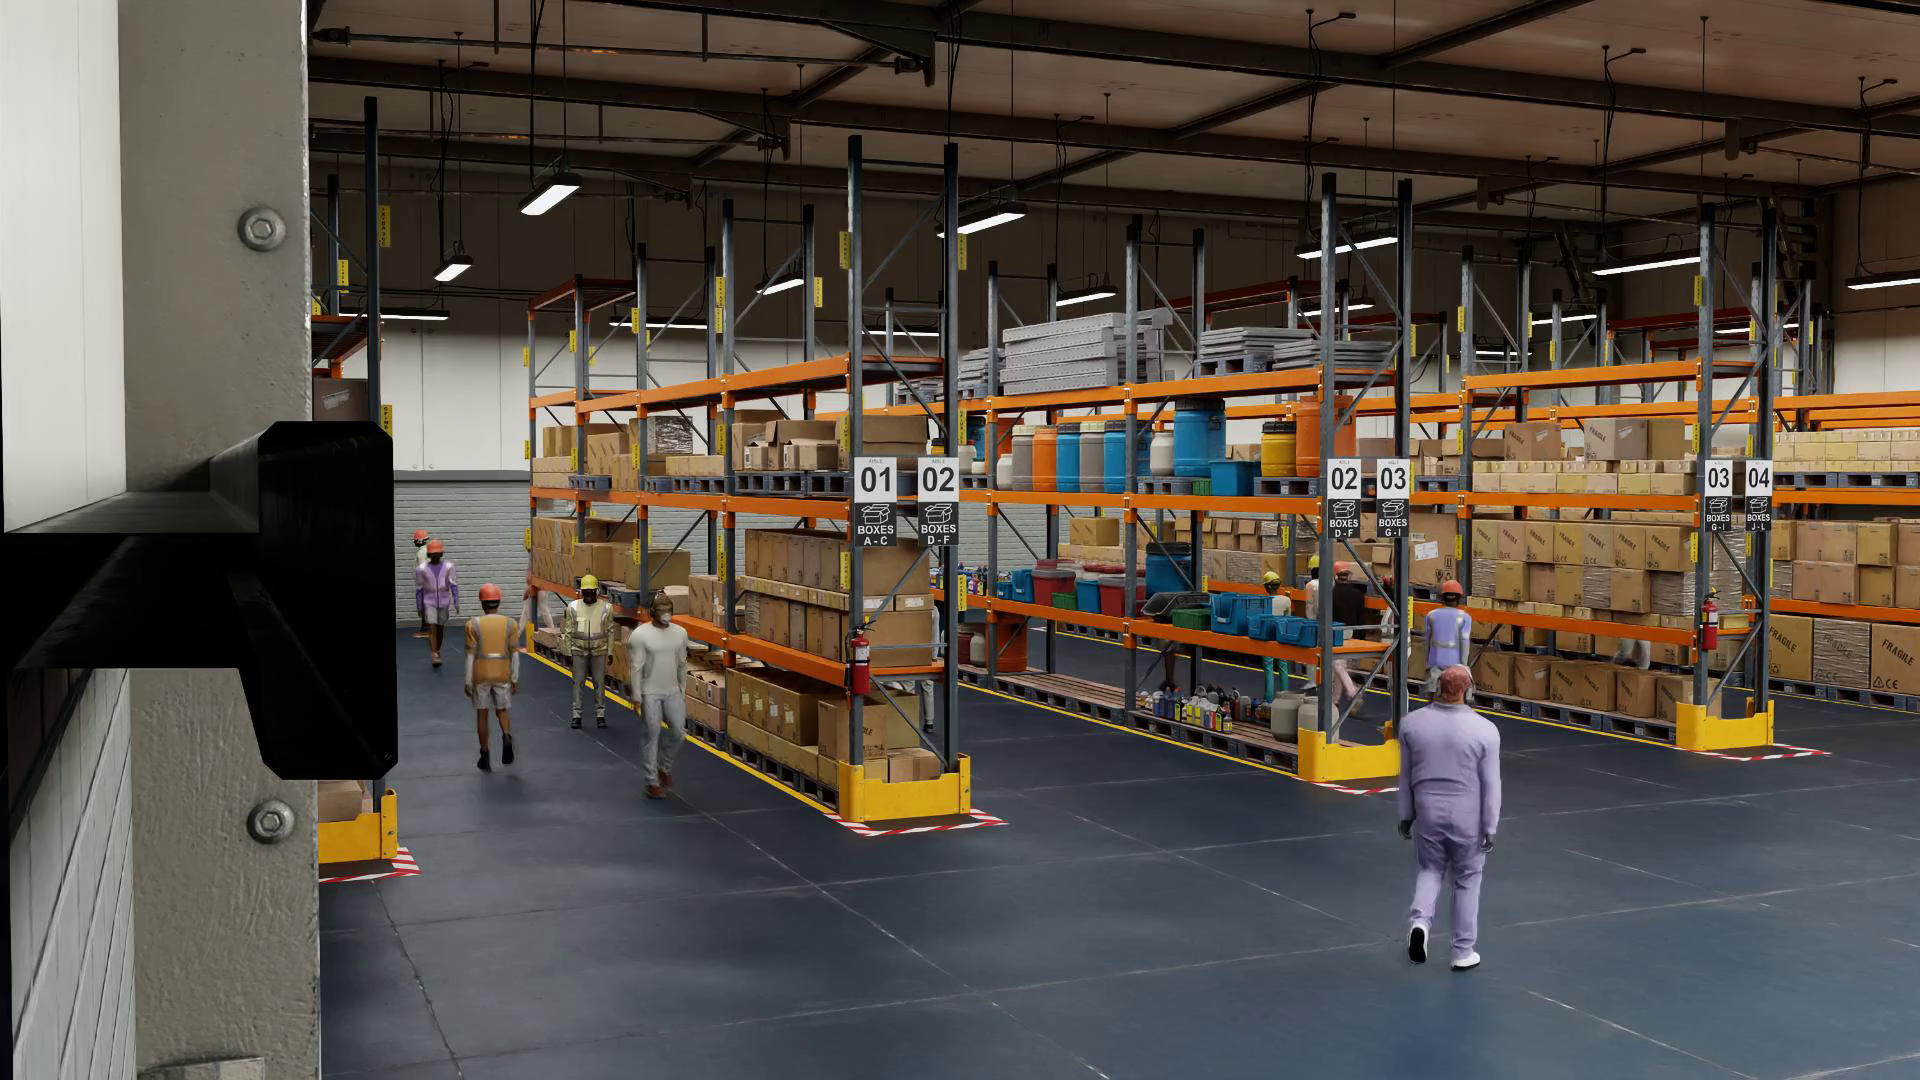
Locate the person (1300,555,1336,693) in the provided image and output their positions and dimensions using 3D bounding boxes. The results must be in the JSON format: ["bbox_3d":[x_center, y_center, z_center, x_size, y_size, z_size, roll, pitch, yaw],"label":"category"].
[{"bbox_3d":[4.961,1.165,24.812,0.609,1.905,0.569,-1,3,-29],"label":"person"}]

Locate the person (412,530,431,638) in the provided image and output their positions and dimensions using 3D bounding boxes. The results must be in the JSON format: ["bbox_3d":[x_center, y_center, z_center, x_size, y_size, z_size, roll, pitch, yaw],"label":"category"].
[{"bbox_3d":[-9.955,0.805,33.145,0.384,1.993,0.622,0,2,-6],"label":"person"}]

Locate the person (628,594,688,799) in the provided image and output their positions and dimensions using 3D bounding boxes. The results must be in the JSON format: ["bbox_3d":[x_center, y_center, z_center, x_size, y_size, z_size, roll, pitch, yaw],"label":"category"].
[{"bbox_3d":[-2.817,1.467,16.869,0.635,1.925,0.434,-2,3,-35],"label":"person"}]

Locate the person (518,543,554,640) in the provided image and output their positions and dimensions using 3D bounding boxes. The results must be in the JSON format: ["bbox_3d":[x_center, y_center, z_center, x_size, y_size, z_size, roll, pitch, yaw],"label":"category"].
[{"bbox_3d":[-7.626,0.879,31.748,0.992,1.943,0.635,-1,2,-17],"label":"person"}]

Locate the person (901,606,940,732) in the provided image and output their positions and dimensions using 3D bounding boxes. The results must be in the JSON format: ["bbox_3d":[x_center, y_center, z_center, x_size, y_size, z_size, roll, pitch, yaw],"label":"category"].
[{"bbox_3d":[-0.529,1.355,21.041,0.587,1.821,0.404,-1,2,-19],"label":"person"}]

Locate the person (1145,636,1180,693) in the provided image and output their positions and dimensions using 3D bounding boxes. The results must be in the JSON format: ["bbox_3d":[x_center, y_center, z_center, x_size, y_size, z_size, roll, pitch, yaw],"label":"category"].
[{"bbox_3d":[2.795,1.181,24.422,0.566,1.900,0.890,-1,2,-18],"label":"person"}]

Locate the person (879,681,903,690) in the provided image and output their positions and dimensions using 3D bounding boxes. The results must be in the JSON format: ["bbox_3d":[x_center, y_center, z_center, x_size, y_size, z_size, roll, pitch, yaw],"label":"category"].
[{"bbox_3d":[-1.029,1.185,24.991,0.541,1.863,0.368,-2,3,-38],"label":"person"}]

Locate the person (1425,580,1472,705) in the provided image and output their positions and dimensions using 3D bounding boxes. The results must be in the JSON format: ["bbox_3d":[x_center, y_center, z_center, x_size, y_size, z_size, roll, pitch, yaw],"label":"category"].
[{"bbox_3d":[5.378,1.385,19.811,0.564,1.876,1.036,1,3,33],"label":"person"}]

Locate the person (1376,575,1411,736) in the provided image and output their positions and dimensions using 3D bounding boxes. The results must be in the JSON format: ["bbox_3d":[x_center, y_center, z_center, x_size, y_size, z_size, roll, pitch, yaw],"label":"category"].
[{"bbox_3d":[5.037,1.334,20.737,0.355,1.886,0.572,0,2,4],"label":"person"}]

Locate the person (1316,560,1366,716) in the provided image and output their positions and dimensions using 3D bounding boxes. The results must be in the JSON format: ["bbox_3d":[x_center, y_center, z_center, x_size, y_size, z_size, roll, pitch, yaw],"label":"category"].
[{"bbox_3d":[4.862,1.236,22.650,0.638,1.947,1.008,-1,2,-17],"label":"person"}]

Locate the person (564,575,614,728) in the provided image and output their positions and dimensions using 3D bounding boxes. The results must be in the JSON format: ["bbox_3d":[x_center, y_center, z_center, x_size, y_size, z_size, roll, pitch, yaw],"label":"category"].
[{"bbox_3d":[-4.451,1.331,21.519,0.586,1.833,0.403,0,2,-11],"label":"person"}]

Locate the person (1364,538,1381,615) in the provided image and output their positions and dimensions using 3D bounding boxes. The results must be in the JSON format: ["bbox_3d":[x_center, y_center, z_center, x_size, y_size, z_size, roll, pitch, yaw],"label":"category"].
[{"bbox_3d":[7.094,0.927,30.906,0.592,1.922,0.392,-2,3,-37],"label":"person"}]

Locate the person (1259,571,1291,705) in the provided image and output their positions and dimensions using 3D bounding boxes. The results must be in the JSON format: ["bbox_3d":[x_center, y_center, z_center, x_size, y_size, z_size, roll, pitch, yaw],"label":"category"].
[{"bbox_3d":[4.083,1.293,23.401,0.523,1.765,0.316,-1,2,-26],"label":"person"}]

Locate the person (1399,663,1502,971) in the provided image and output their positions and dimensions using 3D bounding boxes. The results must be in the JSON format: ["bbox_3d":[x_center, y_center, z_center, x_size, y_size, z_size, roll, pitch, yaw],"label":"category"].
[{"bbox_3d":[2.996,1.705,11.012,0.660,1.889,0.539,2,3,35],"label":"person"}]

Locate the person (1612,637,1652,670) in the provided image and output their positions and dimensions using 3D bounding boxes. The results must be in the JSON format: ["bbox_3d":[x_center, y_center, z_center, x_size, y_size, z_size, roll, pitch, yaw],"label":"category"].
[{"bbox_3d":[9.293,1.171,24.785,0.631,1.917,0.801,0,2,-7],"label":"person"}]

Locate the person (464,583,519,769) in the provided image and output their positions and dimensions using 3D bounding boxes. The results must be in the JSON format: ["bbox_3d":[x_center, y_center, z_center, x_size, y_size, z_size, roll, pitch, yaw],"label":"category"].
[{"bbox_3d":[-4.817,1.408,18.469,0.551,1.923,0.571,-1,2,-27],"label":"person"}]

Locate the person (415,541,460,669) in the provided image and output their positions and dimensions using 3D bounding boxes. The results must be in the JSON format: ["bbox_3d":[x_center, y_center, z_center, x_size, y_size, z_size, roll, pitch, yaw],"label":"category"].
[{"bbox_3d":[-8.200,1.003,28.094,0.633,1.991,1.045,-1,2,-25],"label":"person"}]
